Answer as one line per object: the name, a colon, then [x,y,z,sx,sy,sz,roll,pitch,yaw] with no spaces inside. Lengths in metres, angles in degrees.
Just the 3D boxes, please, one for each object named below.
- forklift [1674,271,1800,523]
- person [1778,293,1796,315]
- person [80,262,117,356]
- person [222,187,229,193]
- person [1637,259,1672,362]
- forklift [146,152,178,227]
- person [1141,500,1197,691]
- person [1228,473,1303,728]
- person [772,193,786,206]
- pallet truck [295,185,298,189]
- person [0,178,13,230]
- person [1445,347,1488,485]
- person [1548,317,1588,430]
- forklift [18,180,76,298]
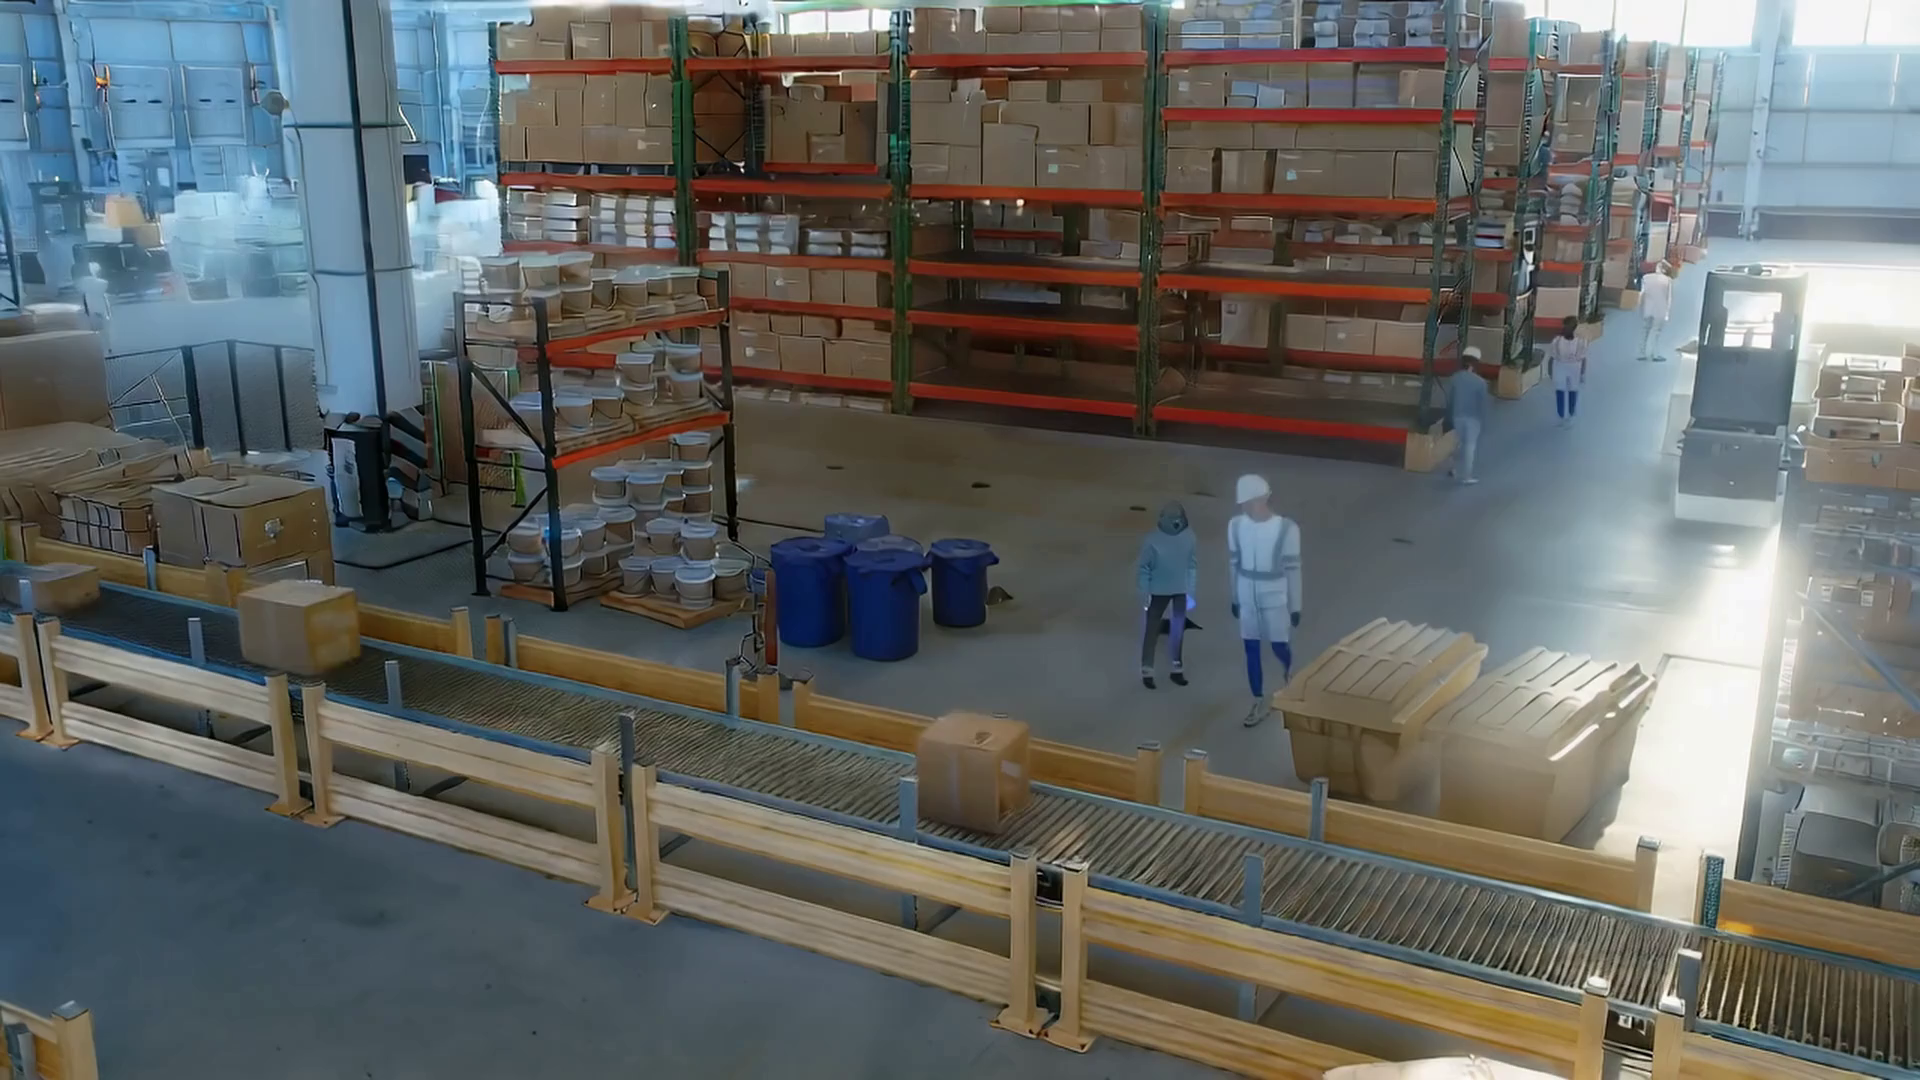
forklift: [9.269,-1.763,19.726,1.129,2.768,1.873,8,17,27]
person: [15.640,-4.244,31.460,0.280,1.624,0.493,4,15,13]
person: [-16.312,-4.333,31.419,0.512,1.831,0.936,-3,15,-11]
person: [-24.640,-10.954,56.140,0.662,1.902,0.909,6,16,22]
person: [13.047,-4.306,31.179,0.399,1.899,0.650,-8,17,-29]
forklift: [-30.086,-13.242,62.882,1.873,2.768,1.129,8,17,28]
person: [1.730,0.452,13.810,0.497,1.626,0.287,-5,16,-18]
person: [2.433,0.429,13.196,0.629,1.997,0.865,9,17,30]
person: [-5.947,-10.772,55.588,0.633,1.842,0.429,2,15,6]
pallet truck: [-26.804,-14.617,69.738,1.885,1.965,0.823,-14,20,-42]
person: [-35.603,-12.509,61.971,0.585,1.917,0.381,0,15,2]
person: [6.476,-1.580,21.197,0.418,1.743,0.607,-11,18,-36]
person: [8.987,-2.467,24.665,0.548,1.675,0.496,8,17,28]
forklift: [-22.423,-7.492,41.263,1.873,2.768,1.129,8,17,28]
